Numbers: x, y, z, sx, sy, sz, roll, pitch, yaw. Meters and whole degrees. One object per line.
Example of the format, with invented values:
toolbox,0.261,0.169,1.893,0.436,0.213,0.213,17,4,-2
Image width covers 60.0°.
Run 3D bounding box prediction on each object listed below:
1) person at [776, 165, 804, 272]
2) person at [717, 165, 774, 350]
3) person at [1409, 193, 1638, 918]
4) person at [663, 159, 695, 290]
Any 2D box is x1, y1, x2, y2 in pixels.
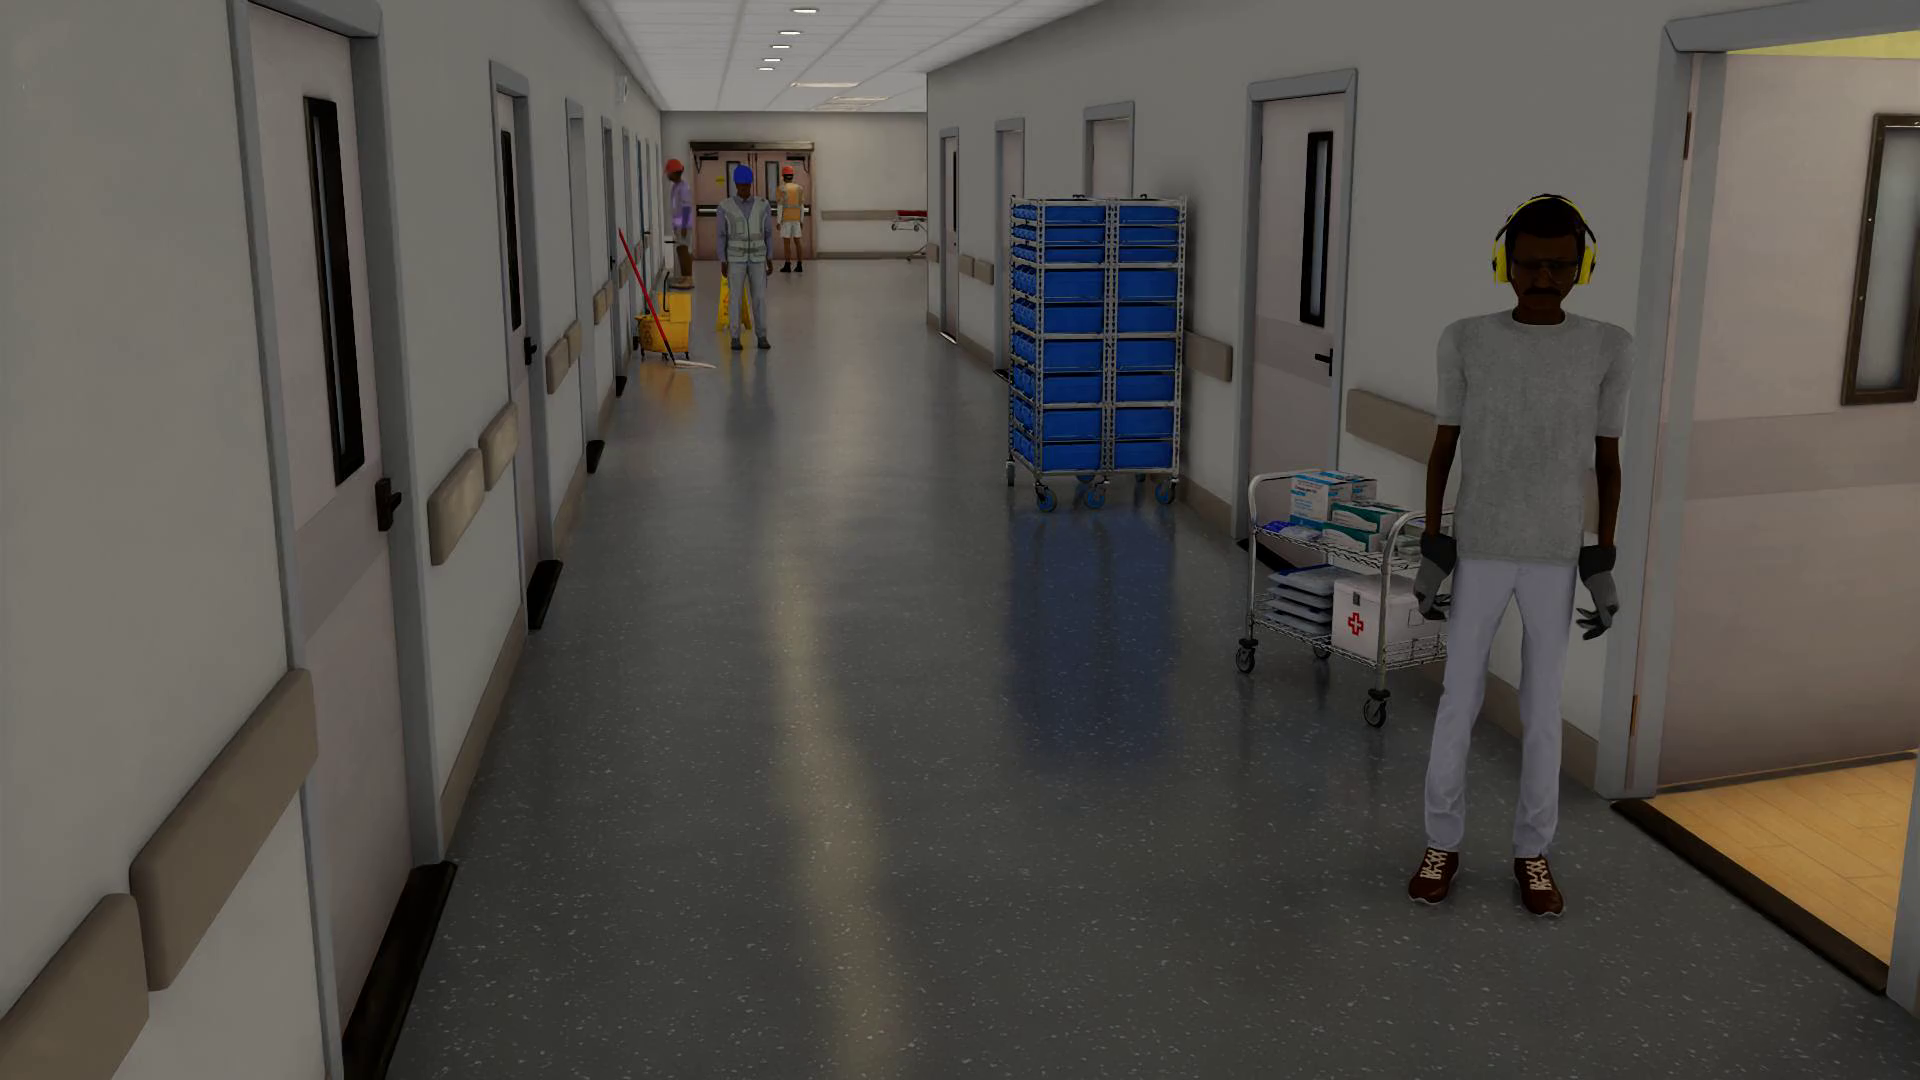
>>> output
person,-3.132,-5.886,30.525,0.550,1.933,0.375,-8,15,-33
person,-2.273,-2.990,17.669,0.595,1.939,0.408,-4,13,-18
person,1.439,0.056,4.299,0.508,1.865,0.329,4,13,15
person,-4.443,-4.972,26.242,0.457,2.031,0.680,-5,14,-22
